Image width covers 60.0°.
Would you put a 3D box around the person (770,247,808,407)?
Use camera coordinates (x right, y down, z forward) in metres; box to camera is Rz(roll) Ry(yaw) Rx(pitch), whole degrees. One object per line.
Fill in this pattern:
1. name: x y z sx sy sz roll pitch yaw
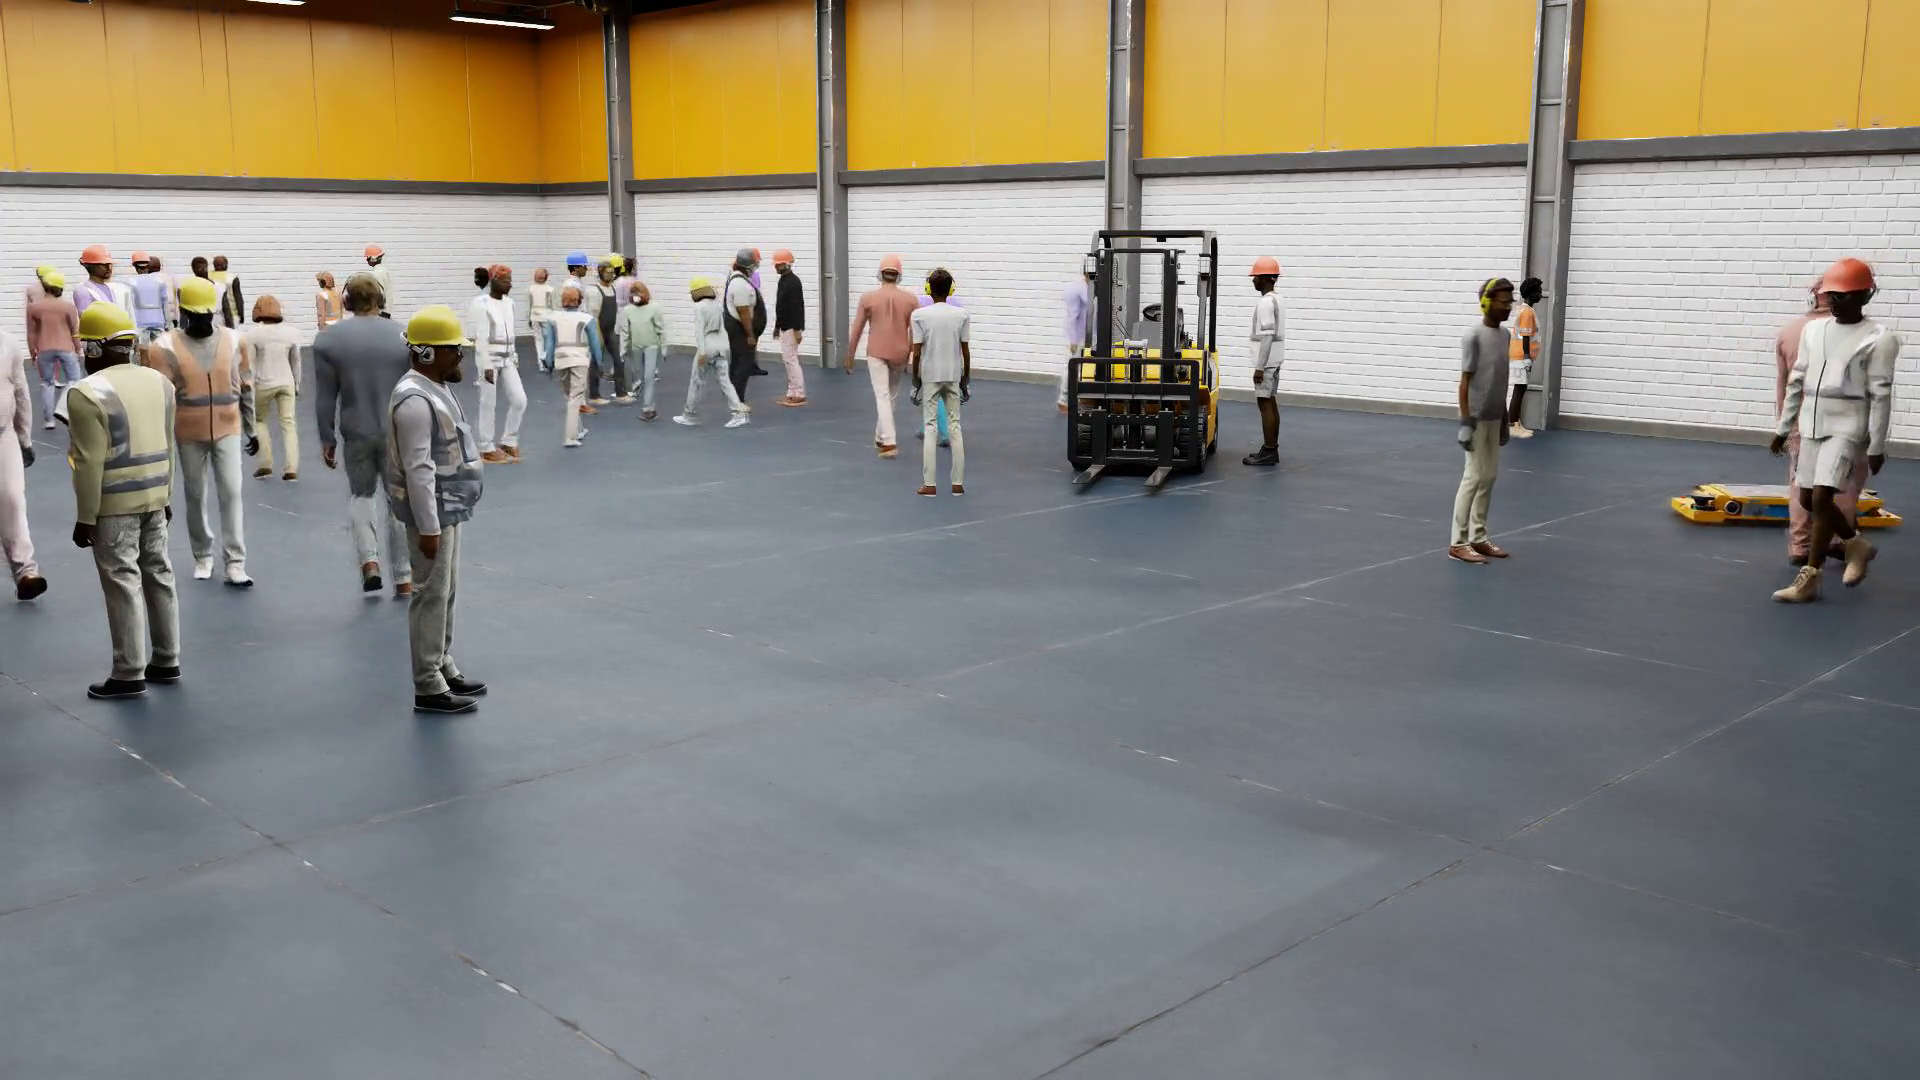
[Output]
1. person: -2.163 -2.664 20.852 0.428 1.982 0.678 -4 11 -22

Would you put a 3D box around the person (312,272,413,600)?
1. person: -3.411 -0.604 9.769 0.662 1.915 0.457 -2 11 -11

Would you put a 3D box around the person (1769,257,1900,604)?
1. person: 5.173 -0.647 9.766 0.883 2.014 0.619 -4 11 -21

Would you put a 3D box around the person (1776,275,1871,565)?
1. person: 5.631 -0.775 10.800 0.580 1.880 0.674 -7 12 -33

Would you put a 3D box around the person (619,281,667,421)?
1. person: -3.668 -2.147 19.036 0.511 1.604 0.757 4 11 19

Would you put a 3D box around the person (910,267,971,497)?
1. person: -0.160 -1.284 13.612 0.513 1.872 0.328 -3 11 -13

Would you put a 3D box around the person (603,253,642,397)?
1. person: -4.463 -2.805 21.802 0.424 1.901 0.630 0 10 -2

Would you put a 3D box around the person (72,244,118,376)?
1. person: -8.347 -1.852 16.238 0.371 2.044 0.608 -1 10 -4

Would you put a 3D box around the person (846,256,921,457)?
1. person: -0.730 -1.783 16.204 0.677 1.938 1.050 -3 11 -14

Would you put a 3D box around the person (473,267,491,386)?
1. person: -6.697 -3.030 23.653 0.452 1.685 0.535 -2 11 -11

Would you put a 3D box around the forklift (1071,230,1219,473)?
1. forklift: 1.804 -1.825 15.677 1.214 2.155 2.313 2 11 13

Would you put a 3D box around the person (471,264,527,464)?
1. person: -4.289 -1.623 15.490 0.559 1.865 0.600 6 12 29

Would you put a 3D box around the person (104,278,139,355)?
1. person: -9.691 -2.265 18.951 0.409 1.869 0.597 6 12 30

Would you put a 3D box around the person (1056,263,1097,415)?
1. person: 1.481 -2.363 19.460 0.651 1.892 1.031 -7 13 -34

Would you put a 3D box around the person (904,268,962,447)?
1. person: -0.249 -1.866 16.979 0.567 1.805 0.960 -7 12 -33

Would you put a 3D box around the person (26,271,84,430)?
1. person: -9.900 -2.060 18.179 0.571 1.746 0.440 -2 11 -10

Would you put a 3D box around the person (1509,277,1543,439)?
1. person: 5.964 -1.919 17.567 0.320 1.694 0.531 4 11 20

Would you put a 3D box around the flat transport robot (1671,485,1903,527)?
1. flat transport robot: 6.158 -0.267 12.429 1.431 0.197 0.652 2 11 9

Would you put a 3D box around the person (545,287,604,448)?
1. person: -3.885 -1.768 16.946 0.550 1.599 0.803 2 11 13

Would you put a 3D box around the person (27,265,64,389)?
1. person: -12.743 -2.957 23.141 0.647 1.722 0.441 4 11 19

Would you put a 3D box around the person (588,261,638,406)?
1. person: -4.361 -2.561 20.737 0.776 1.810 0.544 5 11 24

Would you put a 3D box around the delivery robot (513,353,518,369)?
1. delivery robot: -6.770 -2.682 24.569 0.477 0.478 0.707 -5 12 -27

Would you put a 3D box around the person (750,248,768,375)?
1. person: -3.173 -3.486 25.436 0.373 1.934 0.552 -8 13 -38

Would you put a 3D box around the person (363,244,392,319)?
1. person: -8.763 -3.452 25.098 0.399 1.989 0.623 -2 11 -9

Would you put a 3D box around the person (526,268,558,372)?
1. person: -6.505 -3.422 25.935 0.529 1.625 0.392 1 10 7

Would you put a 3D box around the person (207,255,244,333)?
1. person: -11.636 -3.581 26.255 0.641 1.826 0.669 1 10 5

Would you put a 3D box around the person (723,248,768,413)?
1. person: -2.616 -2.589 20.263 0.534 2.000 0.822 -3 11 -14

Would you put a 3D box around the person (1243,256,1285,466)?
1. person: 2.821 -1.657 15.462 0.365 1.935 0.553 4 11 22

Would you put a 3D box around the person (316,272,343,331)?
1. person: -8.616 -2.847 22.772 0.310 1.636 0.523 3 11 13

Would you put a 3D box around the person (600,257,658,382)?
1. person: -4.782 -3.177 24.122 0.995 1.814 0.544 5 12 27

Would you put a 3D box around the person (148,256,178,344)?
1. person: -11.820 -3.269 24.538 0.444 1.830 0.650 4 11 20

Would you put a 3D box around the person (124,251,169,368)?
1. person: -10.769 -2.859 22.043 0.543 1.928 0.373 -10 14 -43

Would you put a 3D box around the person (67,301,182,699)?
1. person: -3.877 -0.180 7.696 0.404 1.832 0.594 2 11 13

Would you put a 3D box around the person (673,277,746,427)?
1. person: -2.795 -2.092 18.556 0.913 1.681 0.544 6 12 29

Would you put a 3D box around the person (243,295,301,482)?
1. person: -5.997 -1.316 14.487 0.617 1.609 0.525 10 15 44

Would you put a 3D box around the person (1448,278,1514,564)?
1. person: 3.447 -0.780 10.915 0.534 1.856 0.332 -9 14 -40

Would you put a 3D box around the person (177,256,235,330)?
1. person: -9.355 -2.572 20.626 0.966 1.881 0.604 9 14 40

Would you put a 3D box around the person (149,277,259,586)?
1. person: -4.561 -0.648 10.121 0.624 1.869 0.891 -7 13 -35

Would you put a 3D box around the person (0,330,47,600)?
1. person: -5.699 -0.558 9.655 0.675 1.859 0.981 -9 14 -41

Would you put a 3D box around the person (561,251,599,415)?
1. person: -4.564 -2.471 19.867 0.388 1.946 0.614 -4 11 -22

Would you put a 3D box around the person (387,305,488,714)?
1. person: -2.342 -0.133 7.470 0.403 1.826 0.596 -2 11 -9
